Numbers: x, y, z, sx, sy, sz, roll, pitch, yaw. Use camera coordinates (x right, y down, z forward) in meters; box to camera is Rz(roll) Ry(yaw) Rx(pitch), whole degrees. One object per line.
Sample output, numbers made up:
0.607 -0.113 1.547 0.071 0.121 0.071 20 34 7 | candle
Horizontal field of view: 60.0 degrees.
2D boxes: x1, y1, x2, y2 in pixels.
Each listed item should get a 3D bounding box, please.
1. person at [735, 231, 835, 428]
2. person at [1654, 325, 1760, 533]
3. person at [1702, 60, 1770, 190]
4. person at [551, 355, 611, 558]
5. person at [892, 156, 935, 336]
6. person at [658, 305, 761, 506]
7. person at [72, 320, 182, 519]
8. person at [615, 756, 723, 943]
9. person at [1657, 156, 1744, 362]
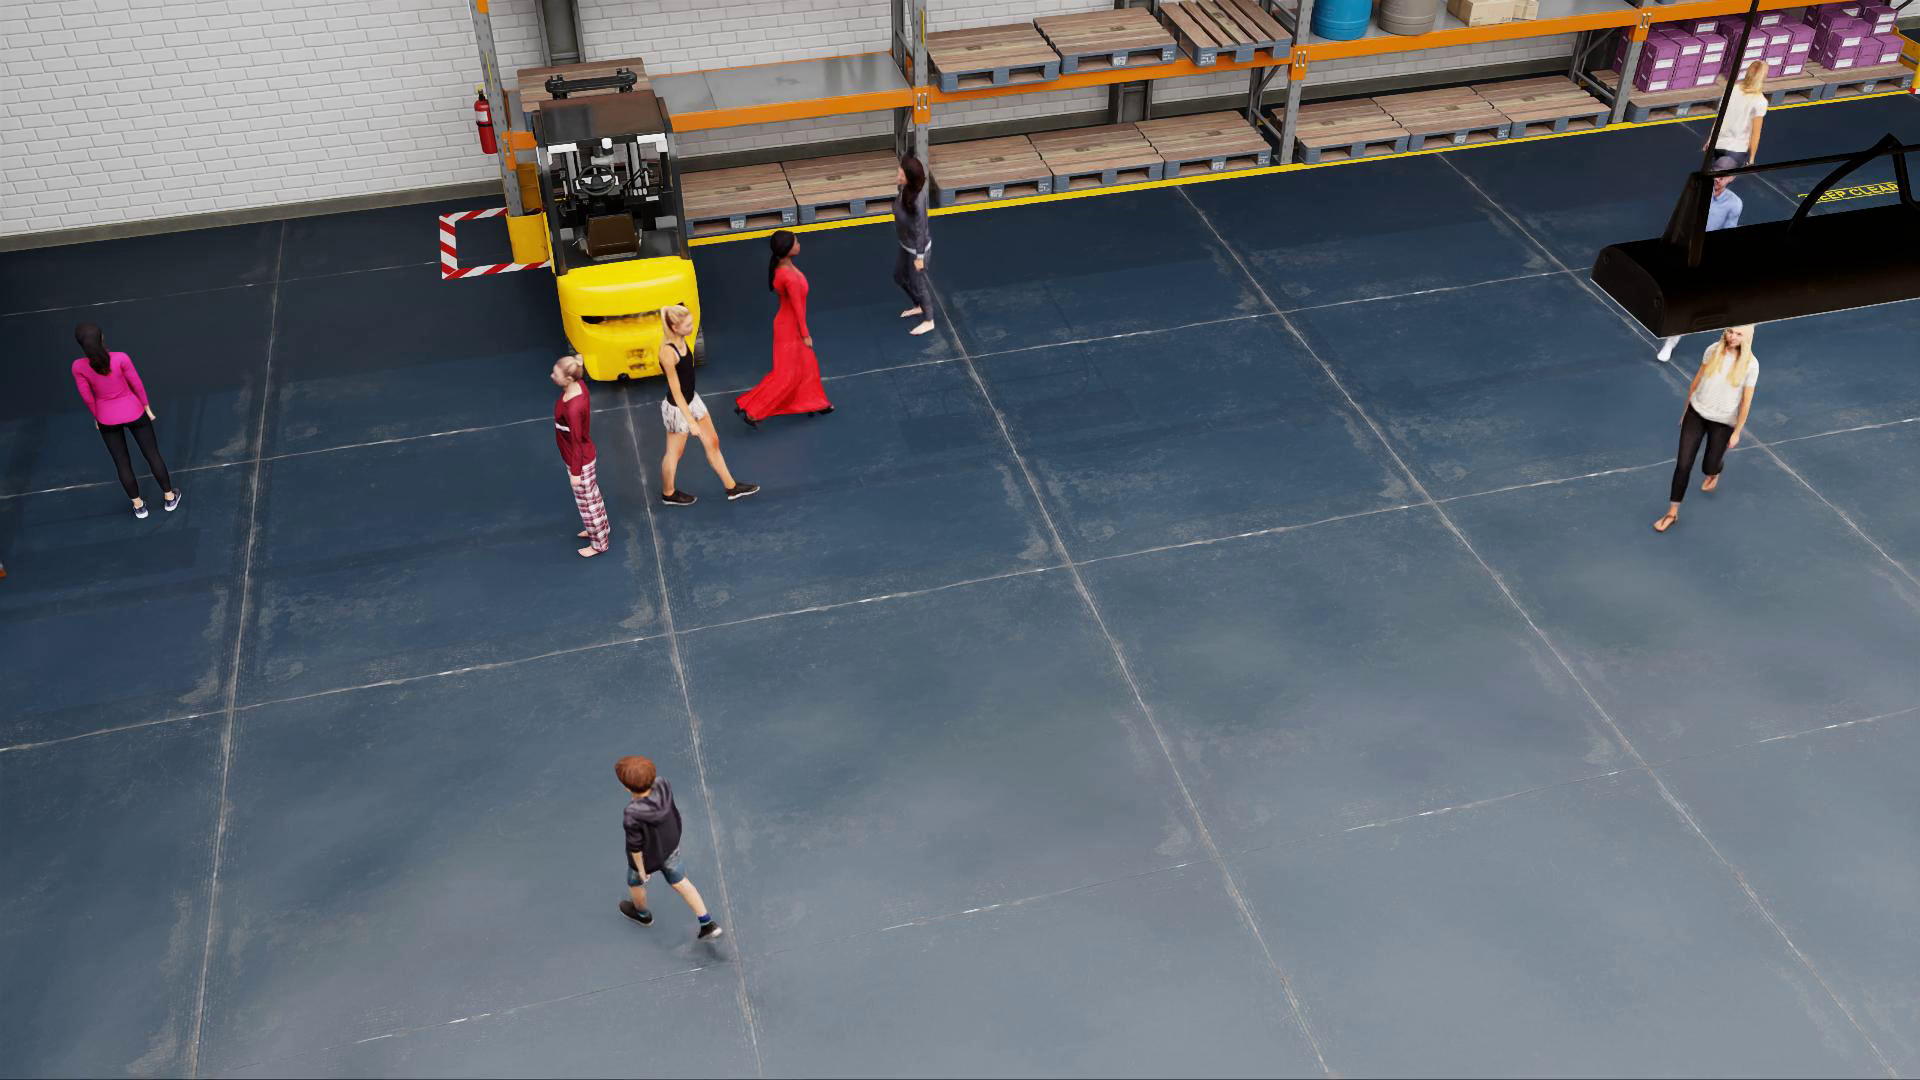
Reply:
-1.450 -1.646 13.424 1.061 1.754 0.642 -7 39 -9 | person
5.660 -0.917 12.459 0.941 1.807 1.102 30 48 32 | person
7.330 -3.718 15.974 0.706 1.799 0.708 -21 43 -24 | person
-2.789 -0.626 12.189 0.515 1.690 0.625 -7 39 -8 | person
-0.367 -2.589 14.607 0.685 1.741 0.731 -11 40 -13 | person
-2.195 -1.008 12.566 1.088 1.816 0.861 4 39 5 | person
-6.331 -0.922 12.564 0.546 1.696 0.669 -15 41 -18 | person
-1.683 1.768 9.405 0.937 1.423 0.937 26 45 28 | person
6.347 -2.469 14.351 0.903 1.871 0.994 29 47 31 | person
